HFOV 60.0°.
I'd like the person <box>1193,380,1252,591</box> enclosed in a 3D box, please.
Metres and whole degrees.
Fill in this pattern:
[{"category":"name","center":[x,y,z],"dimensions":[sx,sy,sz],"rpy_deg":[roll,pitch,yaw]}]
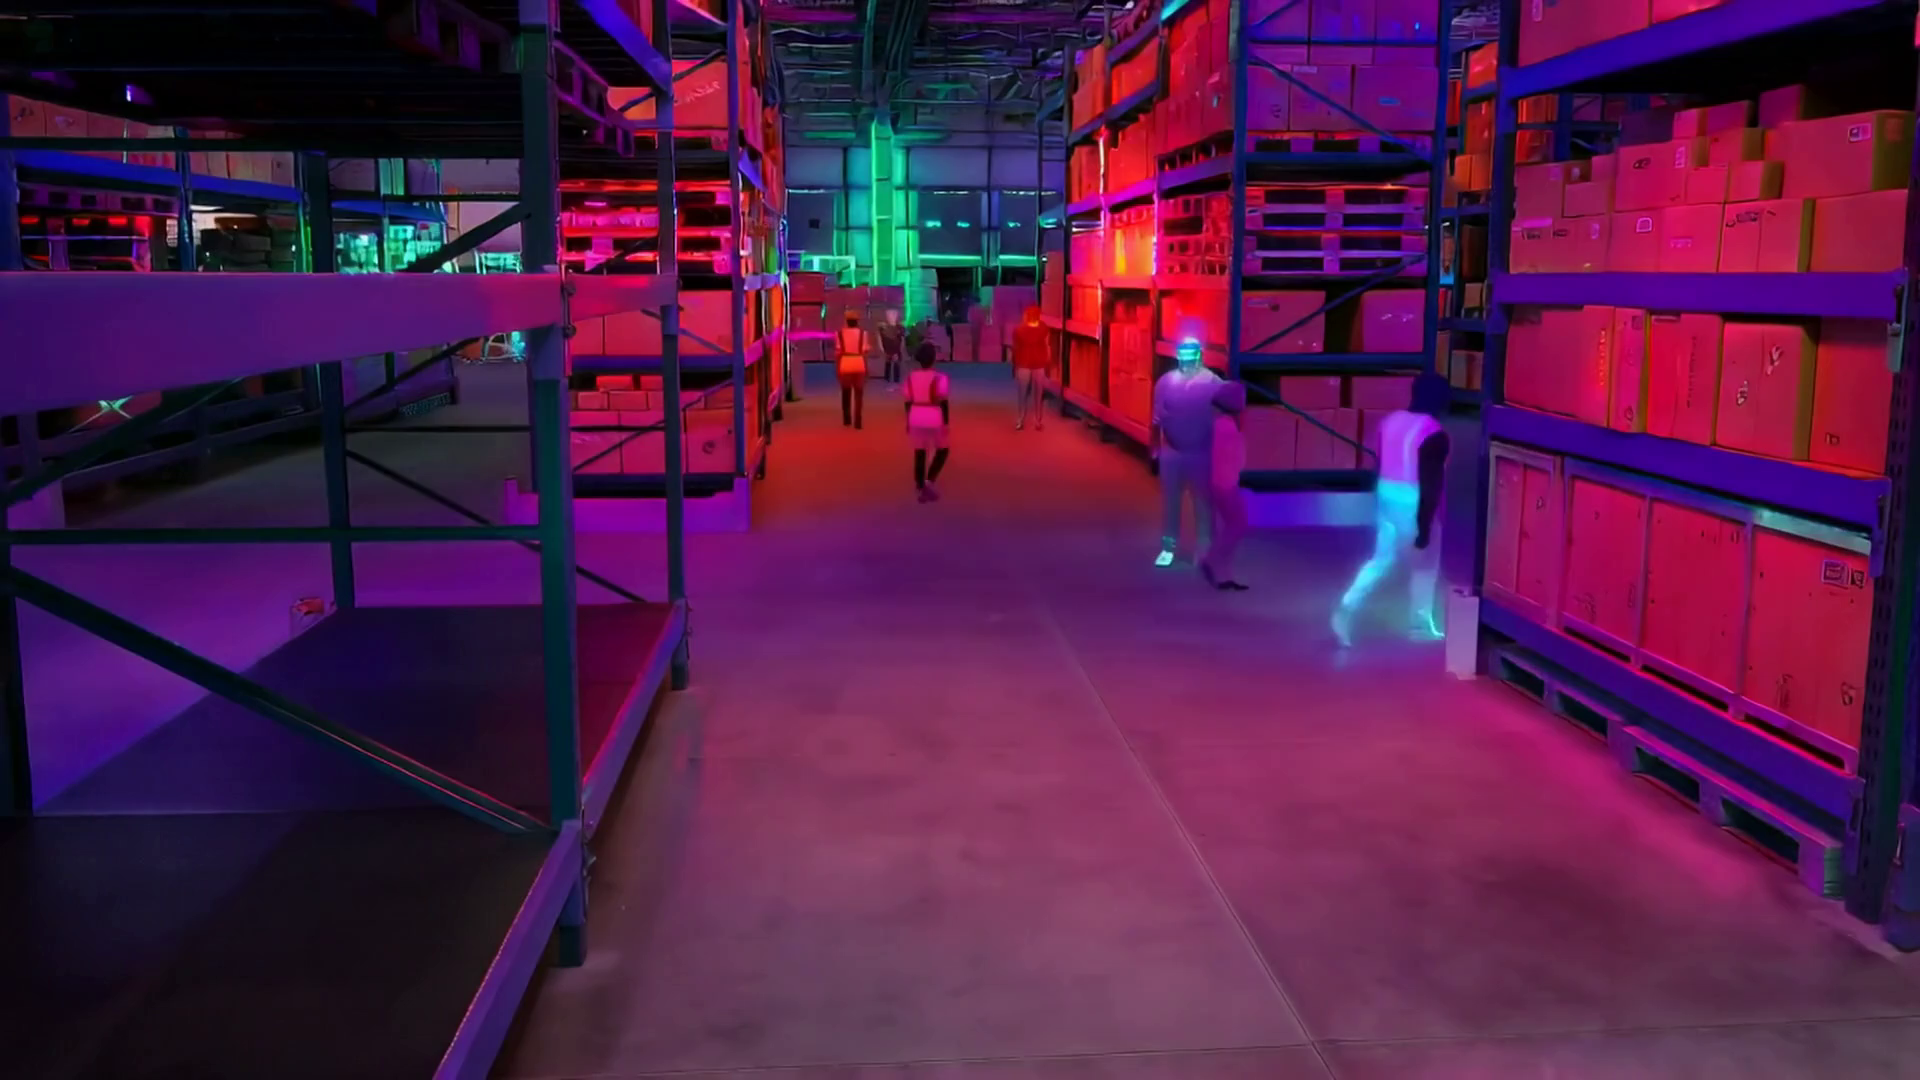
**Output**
[{"category":"person","center":[2.031,-0.399,12.559],"dimensions":[0.369,1.618,0.516],"rpy_deg":[0,9,2]}]

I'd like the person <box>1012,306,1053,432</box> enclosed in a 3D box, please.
[{"category":"person","center":[1.108,-2.631,25.616],"dimensions":[0.628,1.935,0.373],"rpy_deg":[2,9,10]}]

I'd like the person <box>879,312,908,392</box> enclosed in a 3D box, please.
[{"category":"person","center":[-1.369,-3.872,34.286],"dimensions":[0.591,1.637,0.846],"rpy_deg":[-2,9,-10]}]

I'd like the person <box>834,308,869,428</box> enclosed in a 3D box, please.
[{"category":"person","center":[-1.712,-2.730,26.372],"dimensions":[0.546,1.901,0.959],"rpy_deg":[-1,9,-5]}]

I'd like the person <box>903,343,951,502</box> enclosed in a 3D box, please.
[{"category":"person","center":[-0.344,-1.238,17.591],"dimensions":[0.541,1.686,0.365],"rpy_deg":[4,10,24]}]

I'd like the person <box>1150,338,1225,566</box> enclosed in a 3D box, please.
[{"category":"person","center":[1.865,-0.709,13.671],"dimensions":[0.647,1.898,0.398],"rpy_deg":[5,10,26]}]

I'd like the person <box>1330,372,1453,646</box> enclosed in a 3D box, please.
[{"category":"person","center":[2.796,-0.178,10.643],"dimensions":[0.840,1.805,0.655],"rpy_deg":[-3,10,-19]}]
